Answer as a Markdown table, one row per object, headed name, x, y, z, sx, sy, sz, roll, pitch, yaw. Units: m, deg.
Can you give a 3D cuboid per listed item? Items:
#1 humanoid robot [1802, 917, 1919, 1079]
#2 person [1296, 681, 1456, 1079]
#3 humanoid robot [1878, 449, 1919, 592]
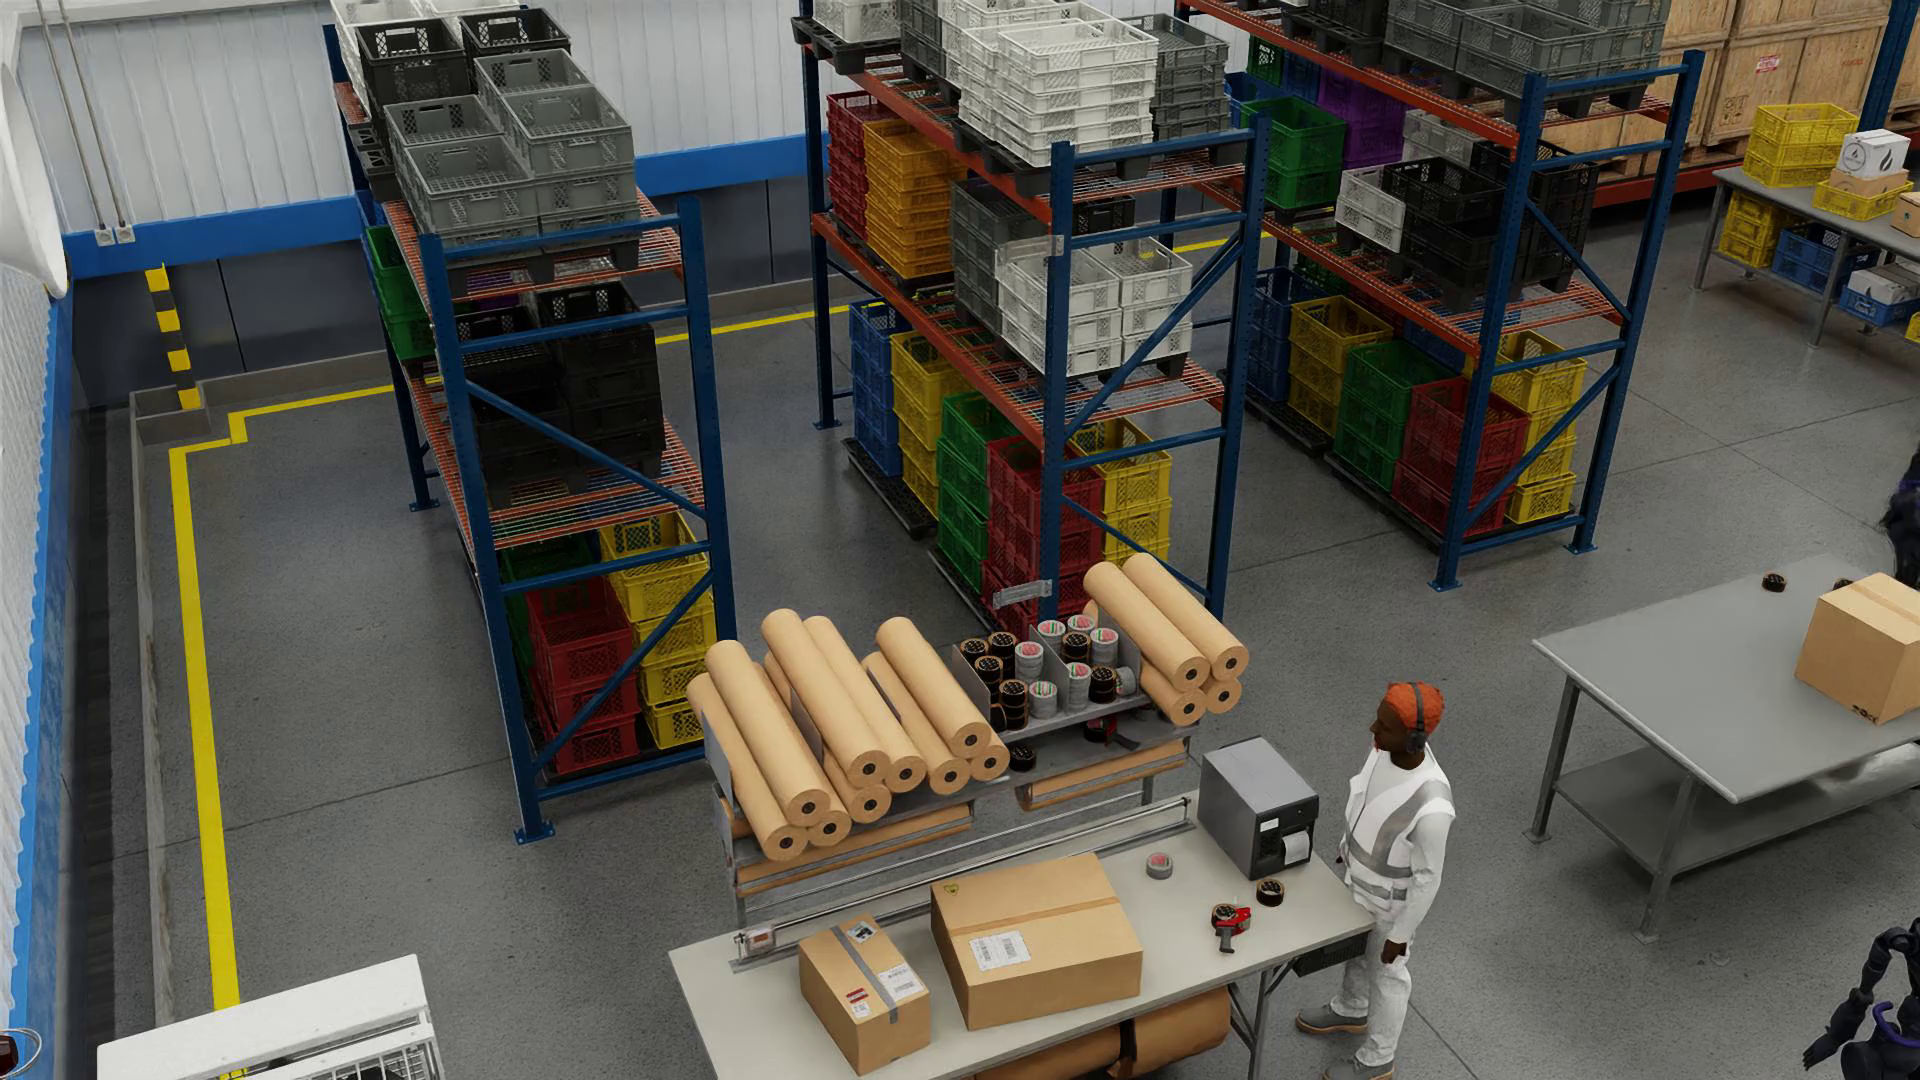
| name | x | y | z | sx | sy | sz | roll | pitch | yaw |
| --- | --- | --- | --- | --- | --- | --- | --- | --- | --- |
| humanoid robot | 3.289 | 1.751 | 5.771 | 0.589 | 1.657 | 0.327 | -1 | 32 | -2 |
| person | 1.595 | 1.309 | 6.305 | 0.354 | 1.883 | 0.572 | -4 | 32 | -7 |
| humanoid robot | 5.031 | -0.086 | 8.784 | 0.541 | 1.647 | 0.618 | -1 | 32 | -2 |
